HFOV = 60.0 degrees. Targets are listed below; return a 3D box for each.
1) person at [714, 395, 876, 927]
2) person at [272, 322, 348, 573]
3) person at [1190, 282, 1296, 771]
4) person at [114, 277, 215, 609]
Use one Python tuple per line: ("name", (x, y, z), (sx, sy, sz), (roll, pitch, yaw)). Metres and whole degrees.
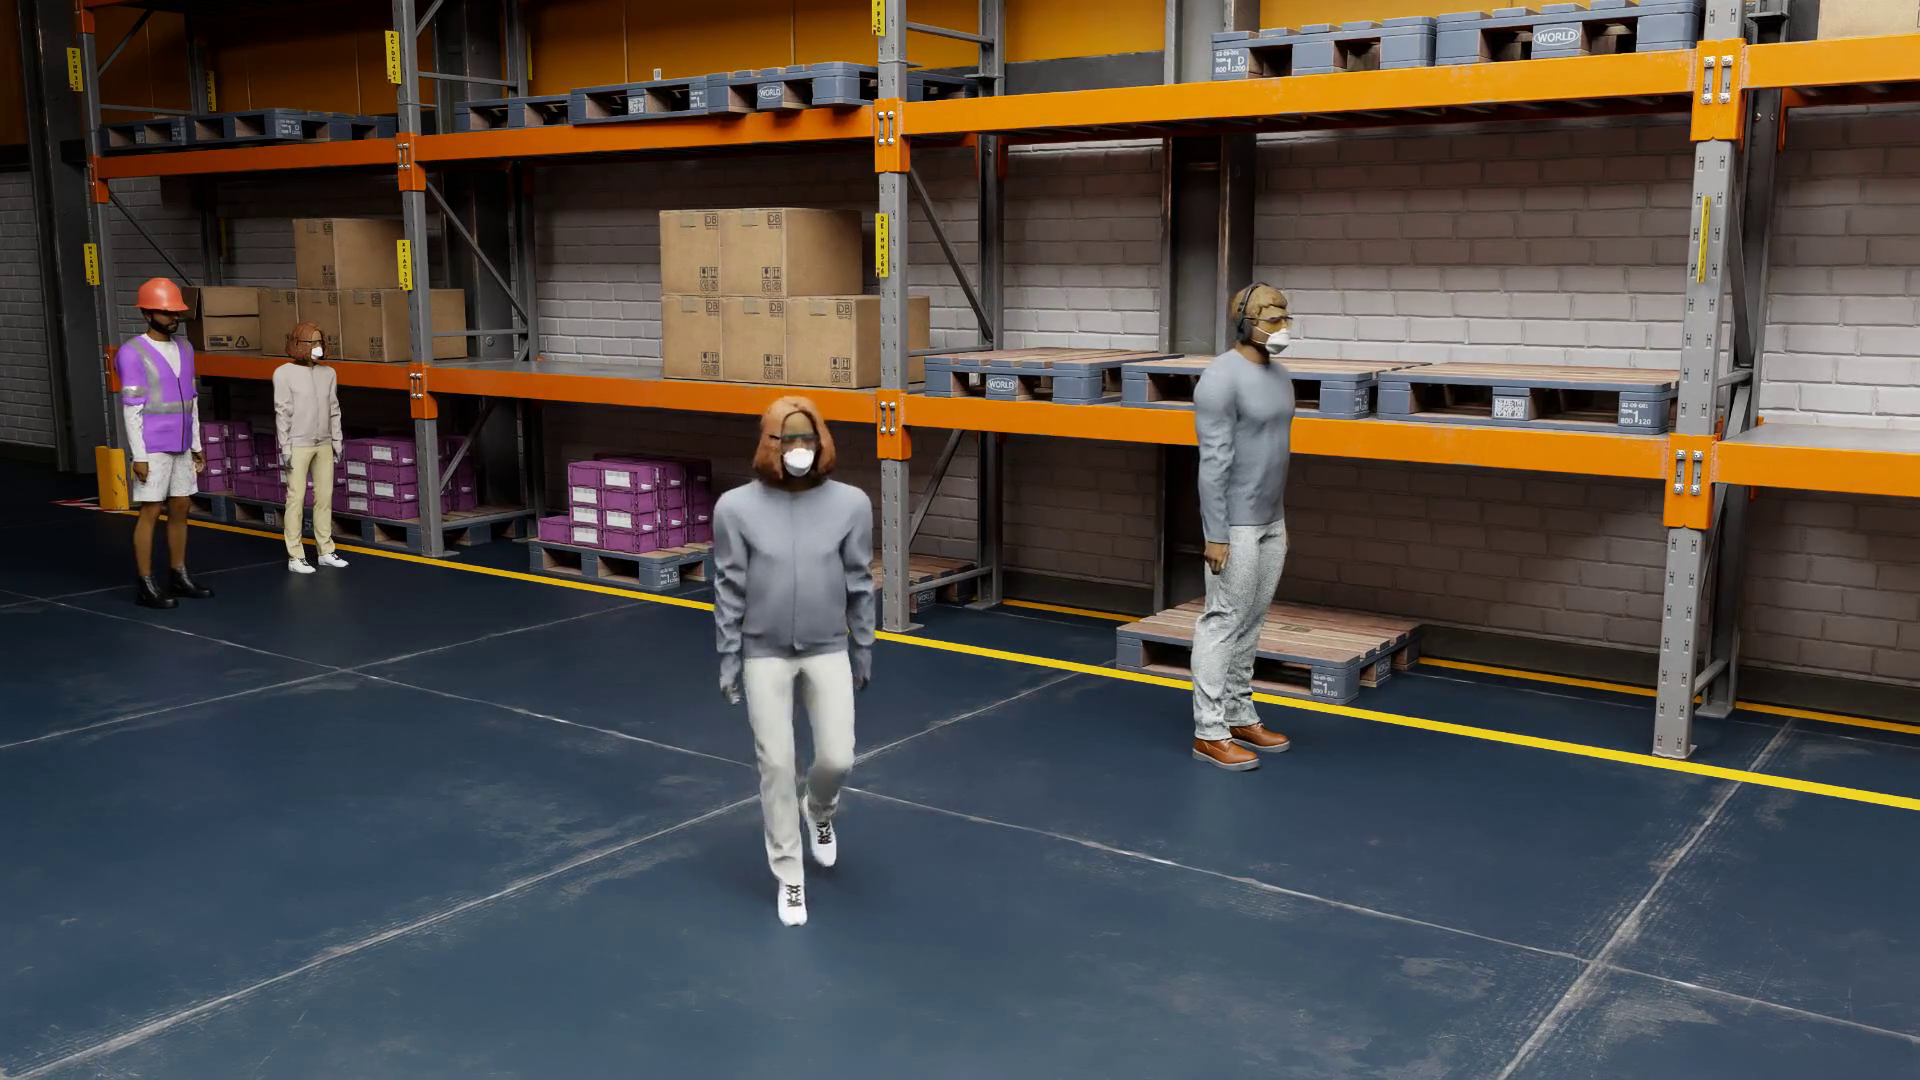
("person", (-0.515, 0.352, 5.176), (0.498, 1.624, 0.440), (-2, 10, -11))
("person", (-4.241, -0.601, 10.856), (0.277, 1.629, 0.497), (5, 11, 29))
("person", (1.150, -0.061, 6.704), (0.352, 1.937, 0.635), (7, 12, 35))
("person", (-4.635, -0.562, 9.744), (0.406, 1.930, 0.547), (3, 10, 16))
